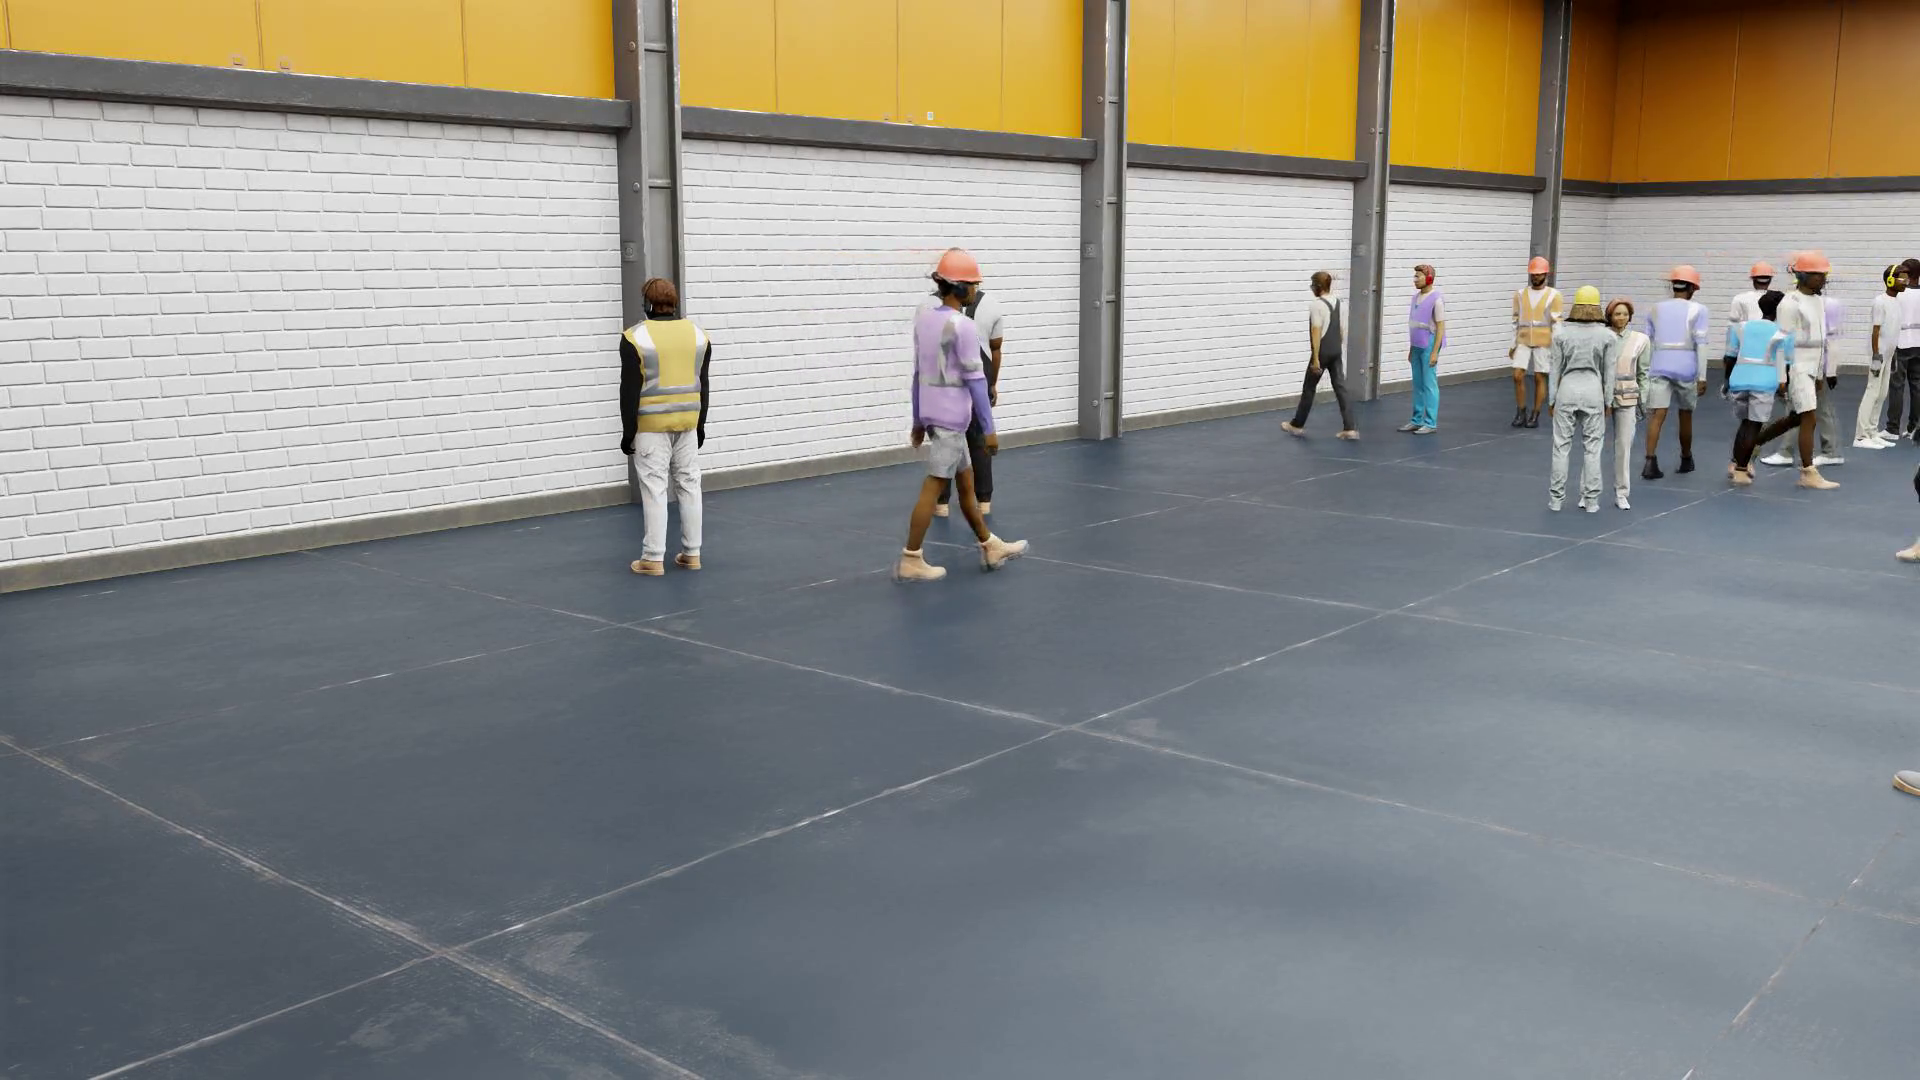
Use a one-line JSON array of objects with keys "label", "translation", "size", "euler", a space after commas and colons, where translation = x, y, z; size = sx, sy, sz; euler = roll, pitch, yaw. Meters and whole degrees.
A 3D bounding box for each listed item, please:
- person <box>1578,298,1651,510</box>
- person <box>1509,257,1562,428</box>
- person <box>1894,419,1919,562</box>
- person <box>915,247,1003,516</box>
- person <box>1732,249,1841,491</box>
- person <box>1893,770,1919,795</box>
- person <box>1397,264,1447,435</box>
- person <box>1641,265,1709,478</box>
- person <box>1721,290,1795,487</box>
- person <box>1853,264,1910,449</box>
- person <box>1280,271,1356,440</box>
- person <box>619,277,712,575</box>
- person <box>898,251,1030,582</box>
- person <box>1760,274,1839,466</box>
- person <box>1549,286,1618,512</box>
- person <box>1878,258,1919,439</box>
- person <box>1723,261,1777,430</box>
[{"label": "person", "translation": [5.065, -1.051, 12.914], "size": [0.524, 1.637, 0.306], "euler": [3, 10, 15]}, {"label": "person", "translation": [6.400, -2.190, 18.587], "size": [0.578, 1.917, 0.596], "euler": [7, 12, 34]}, {"label": "person", "translation": [6.307, -0.684, 10.726], "size": [0.623, 1.678, 0.544], "euler": [3, 11, 18]}, {"label": "person", "translation": [-0.039, -1.204, 12.637], "size": [0.684, 2.000, 0.536], "euler": [-3, 10, -16]}, {"label": "person", "translation": [7.062, -1.449, 14.112], "size": [0.613, 2.019, 0.910], "euler": [-8, 13, -38]}, {"label": "person", "translation": [3.743, 0.027, 6.082], "size": [0.576, 1.882, 0.355], "euler": [-7, 12, -35]}, {"label": "person", "translation": [5.080, -2.071, 18.124], "size": [0.393, 1.846, 0.564], "euler": [-2, 10, -14]}, {"label": "person", "translation": [6.330, -1.483, 14.731], "size": [0.565, 1.884, 0.945], "euler": [8, 13, 39]}, {"label": "person", "translation": [6.790, -1.284, 14.139], "size": [0.520, 1.660, 0.551], "euler": [-7, 12, -36]}, {"label": "person", "translation": [9.361, -1.849, 16.846], "size": [0.506, 1.861, 0.329], "euler": [-9, 13, -41]}, {"label": "person", "translation": [3.883, -1.960, 17.698], "size": [0.548, 1.780, 1.024], "euler": [-7, 12, -33]}, {"label": "person", "translation": [-1.847, -0.702, 10.347], "size": [0.627, 1.844, 0.429], "euler": [-9, 13, -41]}, {"label": "person", "translation": [0.047, -0.743, 10.136], "size": [1.018, 1.991, 0.629], "euler": [-5, 11, -26]}, {"label": "person", "translation": [7.805, -1.617, 15.422], "size": [0.873, 1.881, 0.593], "euler": [1, 10, 6]}, {"label": "person", "translation": [4.781, -1.081, 12.814], "size": [0.481, 1.734, 0.333], "euler": [3, 10, 18]}, {"label": "person", "translation": [10.028, -2.013, 17.605], "size": [0.589, 1.914, 0.392], "euler": [-1, 10, -5]}, {"label": "person", "translation": [8.536, -2.039, 17.827], "size": [0.548, 1.898, 0.962], "euler": [3, 10, 14]}]
